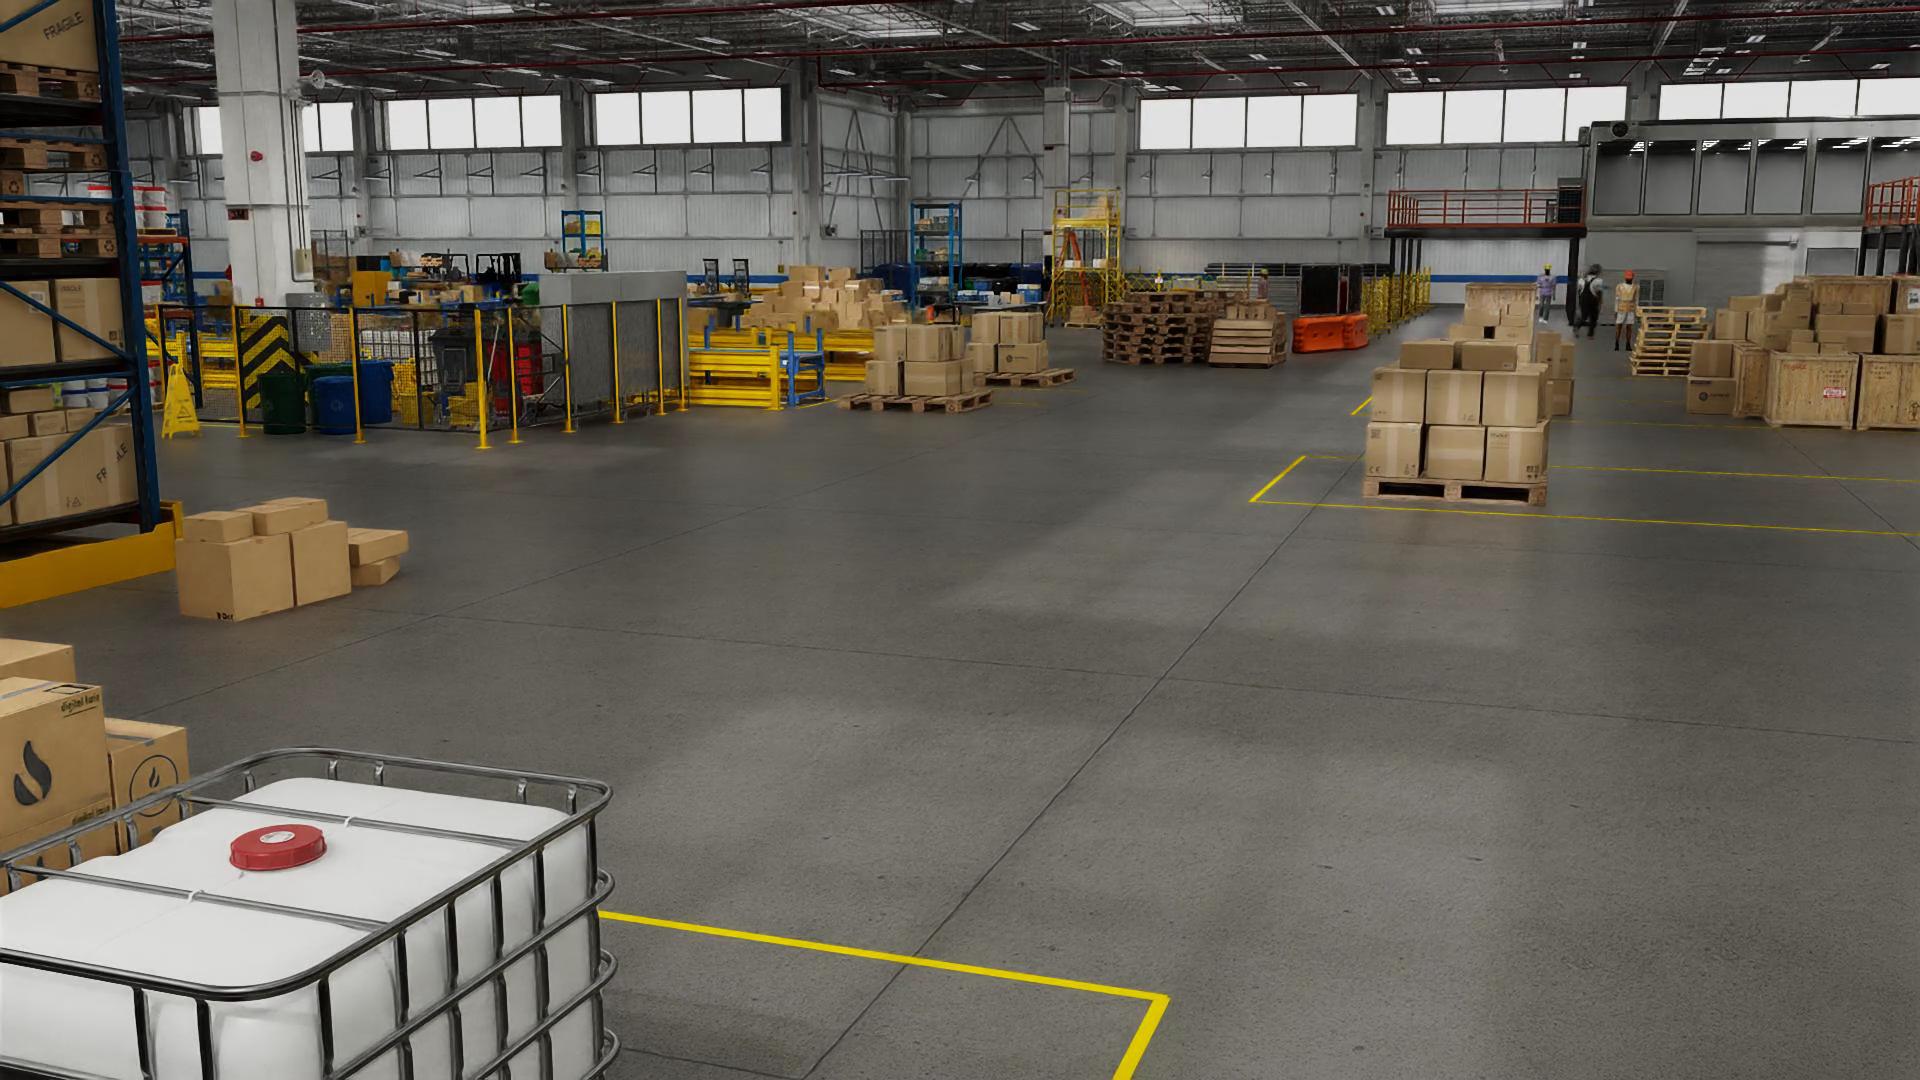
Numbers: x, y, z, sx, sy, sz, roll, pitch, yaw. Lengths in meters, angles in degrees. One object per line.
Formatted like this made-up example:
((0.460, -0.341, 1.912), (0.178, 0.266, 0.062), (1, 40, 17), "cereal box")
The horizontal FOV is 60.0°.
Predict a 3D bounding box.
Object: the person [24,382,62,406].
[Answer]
((-8.658, -1.121, 15.728), (0.321, 1.693, 0.530), (-3, 10, -15), "person")

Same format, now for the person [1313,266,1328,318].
((12.454, -8.570, 57.229), (0.743, 1.865, 0.587), (-5, 11, -27), "person")

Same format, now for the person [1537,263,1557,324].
((18.707, -7.861, 53.061), (0.585, 1.915, 0.455), (3, 11, 18), "person")

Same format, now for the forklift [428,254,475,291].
((-20.133, -10.254, 65.465), (1.157, 1.987, 2.680), (3, 11, 19), "forklift")

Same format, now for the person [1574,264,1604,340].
((16.686, -6.309, 43.968), (0.664, 2.000, 0.724), (-7, 12, -35), "person")

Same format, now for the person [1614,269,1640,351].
((15.790, -5.440, 39.390), (0.542, 1.928, 0.378), (2, 10, 13), "person")

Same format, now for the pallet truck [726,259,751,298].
((-7.986, -9.493, 62.019), (0.823, 1.965, 1.885), (3, 11, 17), "pallet truck")

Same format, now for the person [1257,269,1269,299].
((9.270, -7.397, 50.894), (0.333, 1.761, 0.526), (-3, 10, -14), "person")

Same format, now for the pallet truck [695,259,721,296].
((-9.165, -9.627, 62.776), (0.823, 1.965, 1.885), (4, 11, 23), "pallet truck")

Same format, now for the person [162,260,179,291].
((-31.150, -10.117, 65.584), (0.632, 1.979, 0.611), (-8, 13, -37), "person")

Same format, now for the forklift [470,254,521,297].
((-17.990, -10.121, 64.684), (1.157, 1.987, 2.680), (3, 11, 17), "forklift")

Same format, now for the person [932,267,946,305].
((-0.688, -7.492, 51.248), (0.962, 1.828, 0.534), (-6, 12, -29), "person")

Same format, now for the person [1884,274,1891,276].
((16.613, -3.769, 29.880), (0.677, 1.976, 1.005), (-8, 13, -37), "person")
